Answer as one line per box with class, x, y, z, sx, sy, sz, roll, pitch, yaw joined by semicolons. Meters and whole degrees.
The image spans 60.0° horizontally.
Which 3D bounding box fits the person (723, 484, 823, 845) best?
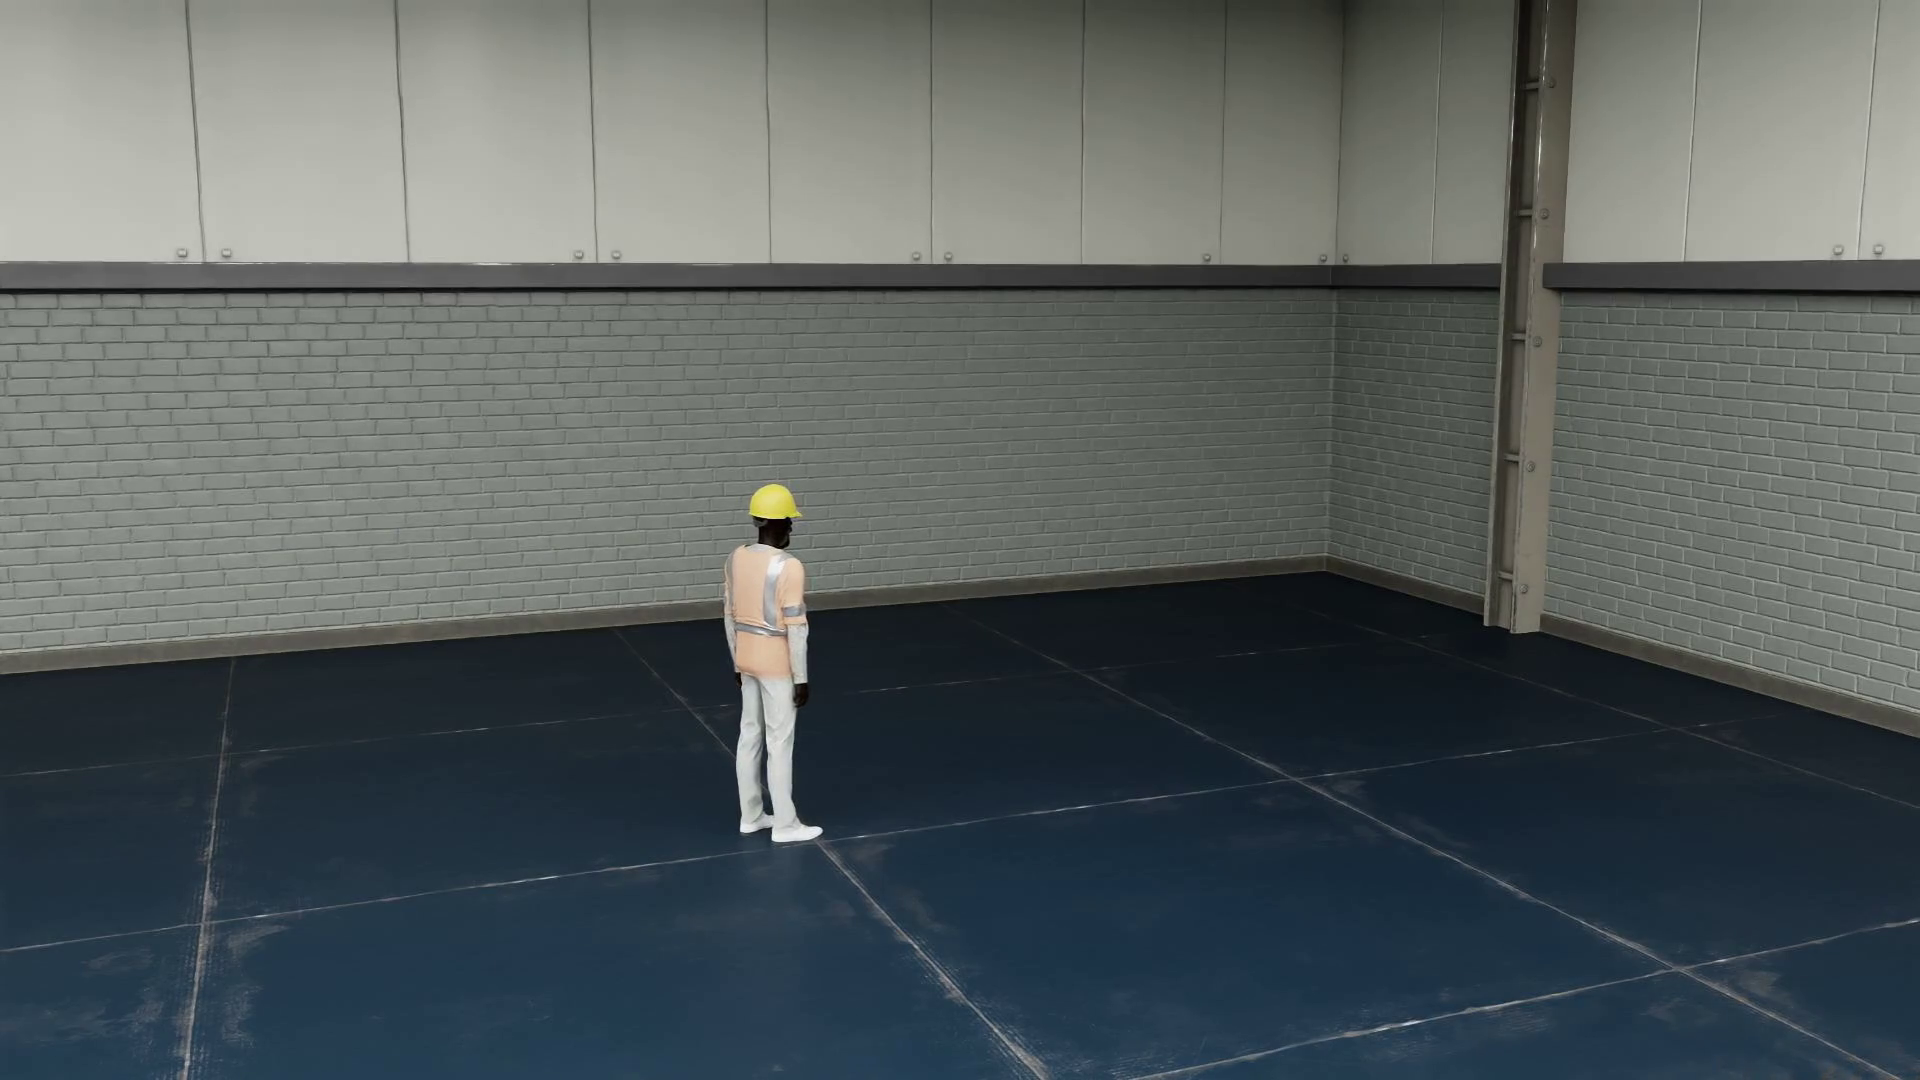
person;-1.013;0.661;8.922;0.589;1.928;0.385;8;12;43
